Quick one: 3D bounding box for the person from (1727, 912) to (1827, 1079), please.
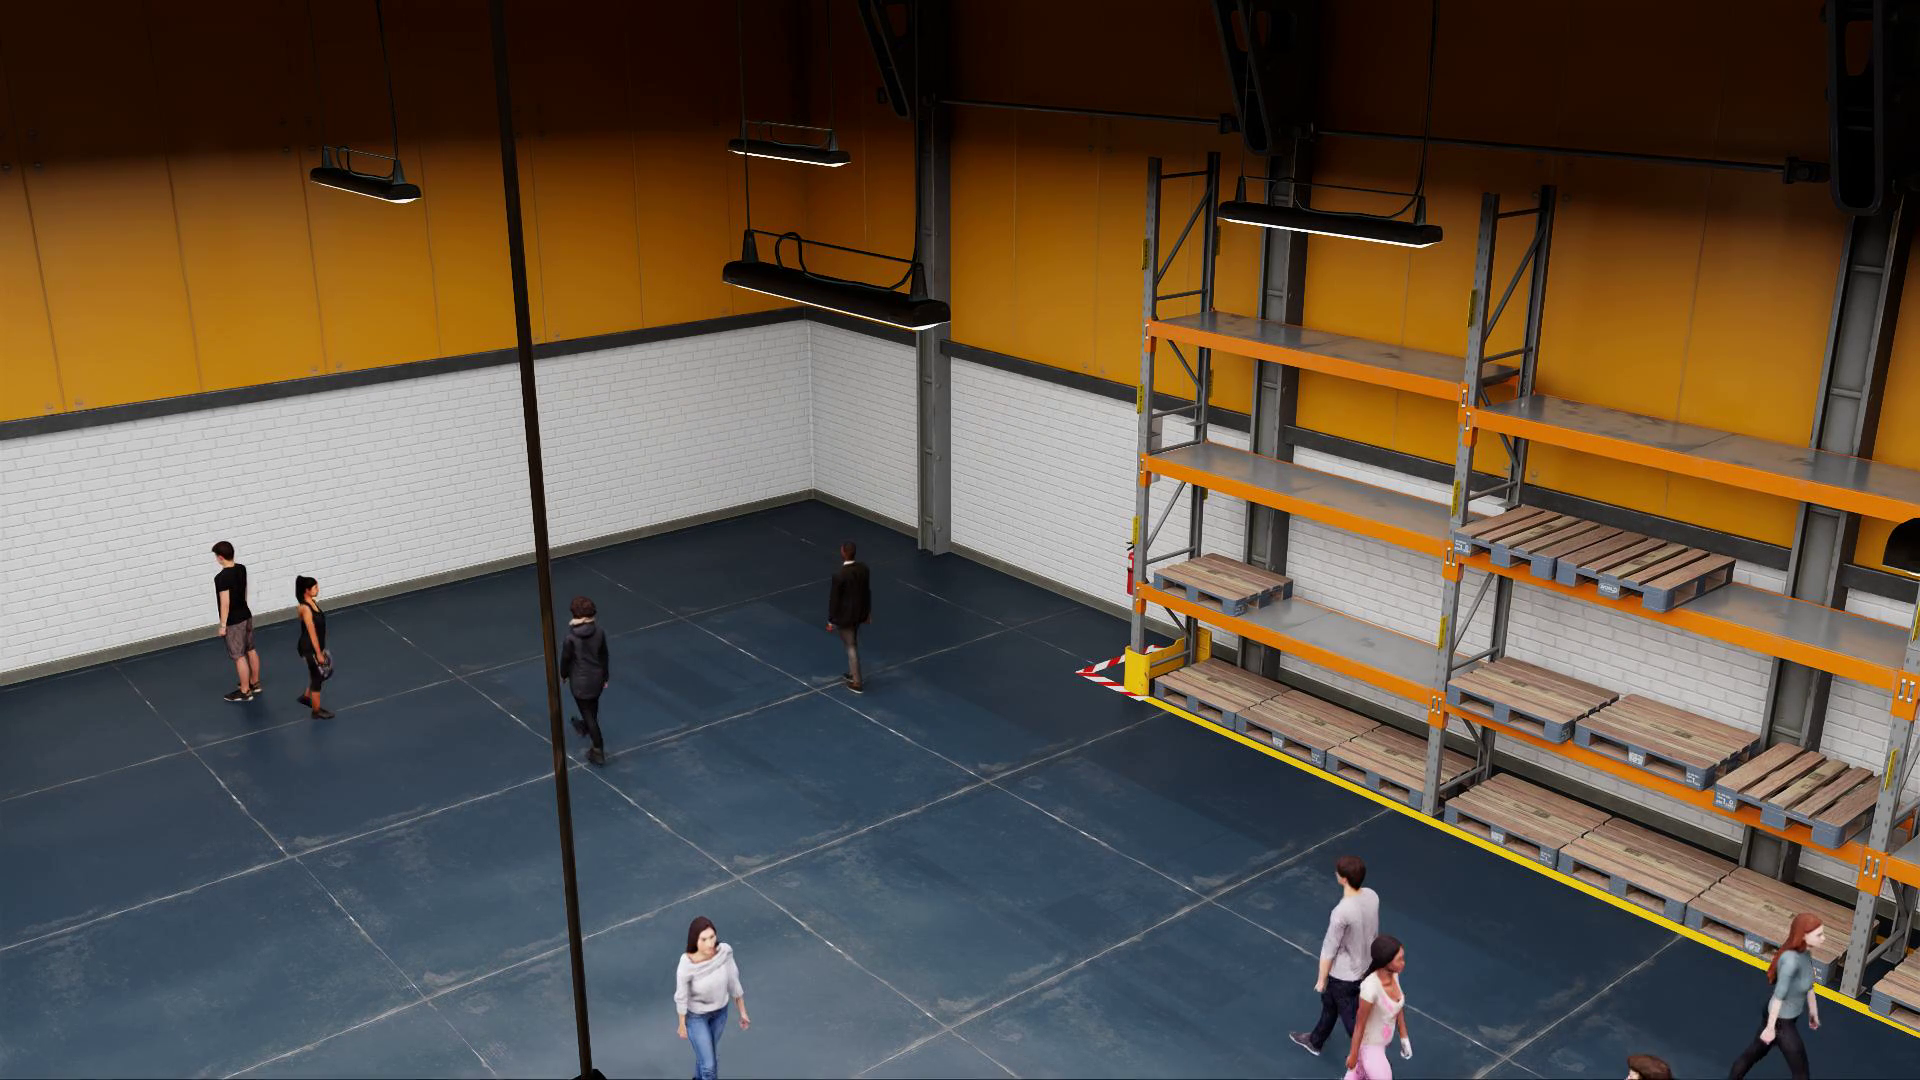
[{"bbox_3d":[5.675,3.358,11.644,1.169,1.693,0.757,15,23,37],"label":"person"}]

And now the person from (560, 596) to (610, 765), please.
[{"bbox_3d":[-3.807,1.487,17.142,0.626,1.730,1.078,-15,23,-37],"label":"person"}]

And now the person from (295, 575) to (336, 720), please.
[{"bbox_3d":[-7.150,1.180,18.166,0.810,1.657,0.743,-2,19,-6],"label":"person"}]

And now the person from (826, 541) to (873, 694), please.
[{"bbox_3d":[-1.169,0.893,18.810,0.705,1.791,0.713,-17,25,-41],"label":"person"}]

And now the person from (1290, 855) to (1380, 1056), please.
[{"bbox_3d":[2.888,3.178,12.024,0.743,1.790,1.216,-17,25,-42],"label":"person"}]

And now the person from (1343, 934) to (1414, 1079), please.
[{"bbox_3d":[2.728,3.444,11.367,1.139,1.705,0.788,12,22,32],"label":"person"}]

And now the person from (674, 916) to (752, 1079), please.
[{"bbox_3d":[-1.838,3.353,11.801,0.625,1.602,0.965,-16,25,-40],"label":"person"}]

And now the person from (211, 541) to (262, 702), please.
[{"bbox_3d":[-8.141,0.890,18.712,0.814,1.858,0.763,2,19,7],"label":"person"}]
